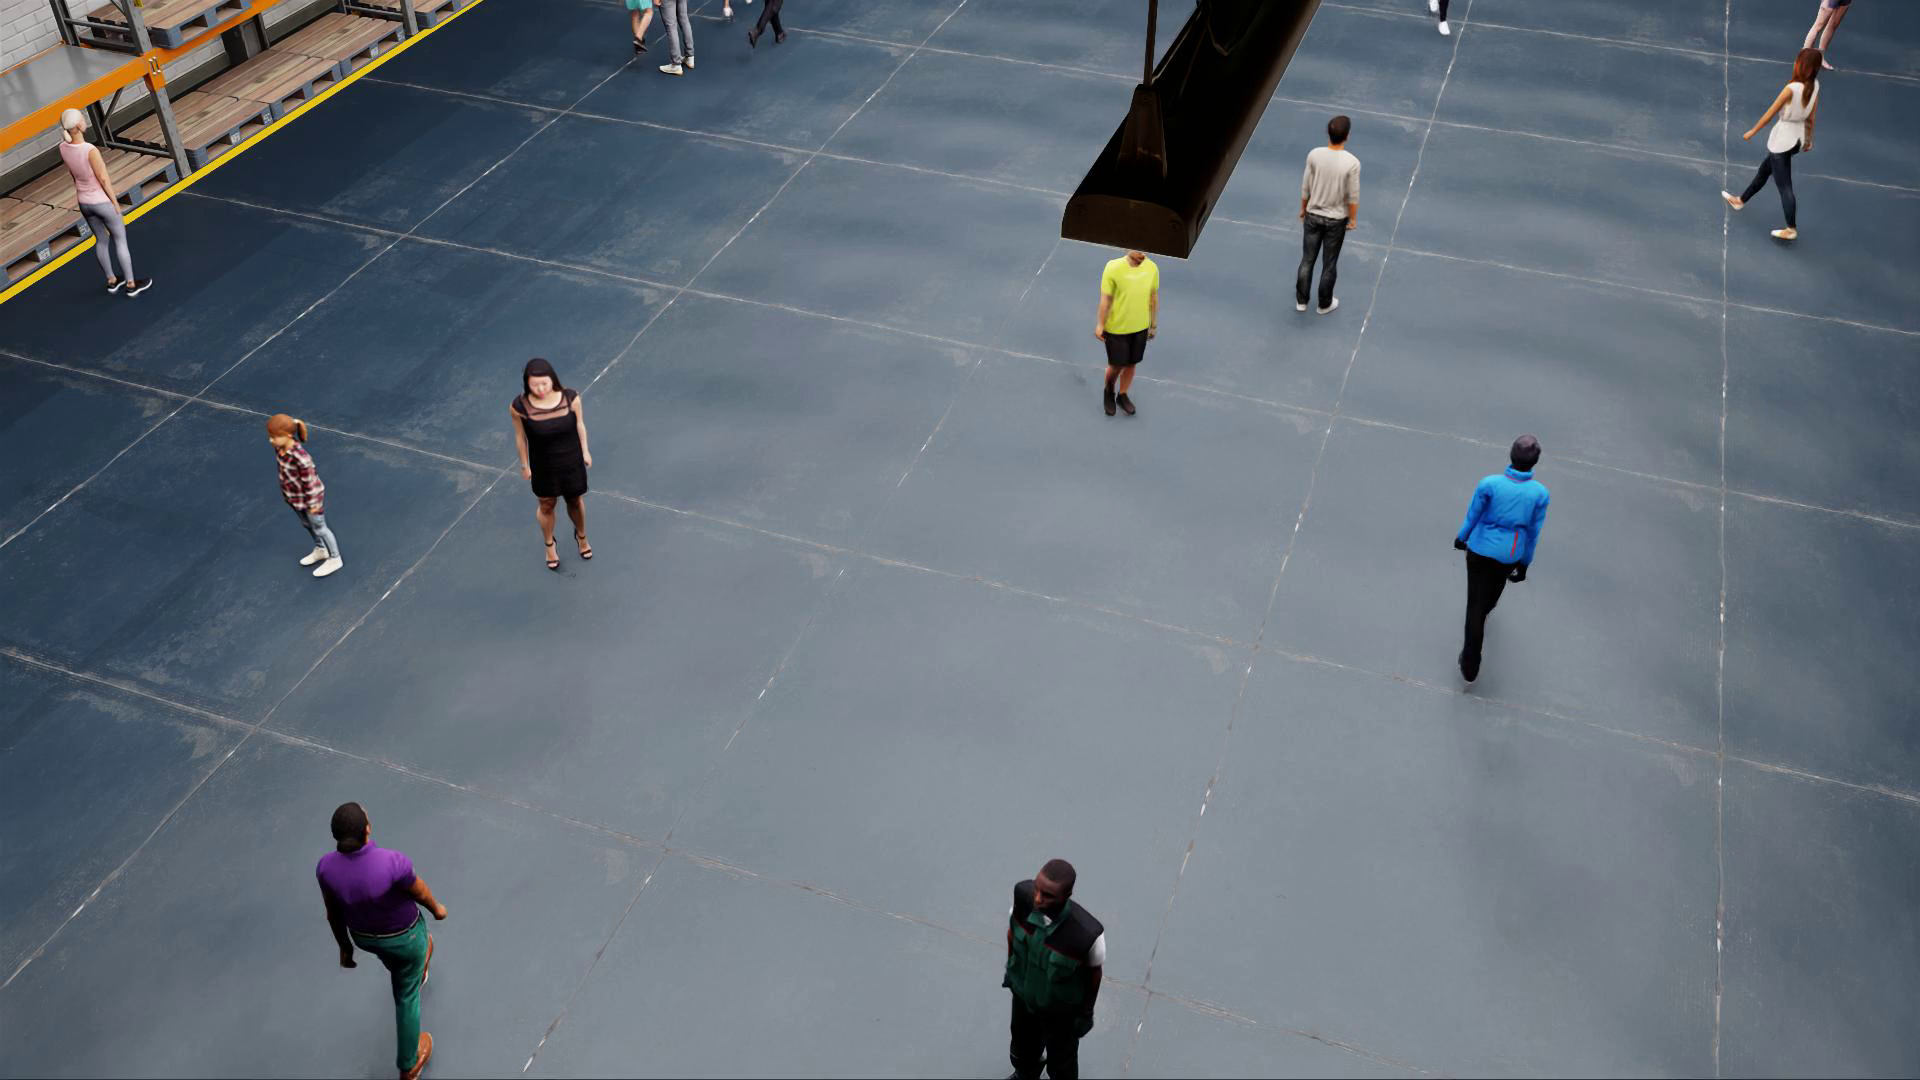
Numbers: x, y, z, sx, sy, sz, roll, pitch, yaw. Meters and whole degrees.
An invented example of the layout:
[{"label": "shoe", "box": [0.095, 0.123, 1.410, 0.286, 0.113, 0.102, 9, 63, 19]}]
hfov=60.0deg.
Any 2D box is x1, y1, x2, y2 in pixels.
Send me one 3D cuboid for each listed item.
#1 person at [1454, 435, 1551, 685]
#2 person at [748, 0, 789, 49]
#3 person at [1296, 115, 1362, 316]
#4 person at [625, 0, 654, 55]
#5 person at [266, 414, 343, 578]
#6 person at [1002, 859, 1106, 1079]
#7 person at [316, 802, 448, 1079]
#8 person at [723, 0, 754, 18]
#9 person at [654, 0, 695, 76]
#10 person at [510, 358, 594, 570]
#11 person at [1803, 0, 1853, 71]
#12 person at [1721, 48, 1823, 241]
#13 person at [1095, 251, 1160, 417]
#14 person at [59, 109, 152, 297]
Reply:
[{"label": "person", "box": [3.454, 0.153, 10.744, 0.773, 1.748, 1.196, 6, 39, 8]}, {"label": "person", "box": [-2.273, -6.476, 19.006, 0.718, 1.797, 1.107, 17, 42, 20]}, {"label": "person", "box": [3.171, -2.808, 14.401, 0.685, 1.812, 0.577, 19, 42, 22]}, {"label": "person", "box": [-3.697, -6.268, 18.943, 0.644, 1.550, 0.784, 4, 39, 4]}, {"label": "person", "box": [-4.610, -0.335, 11.710, 0.583, 1.305, 0.594, 27, 46, 30]}, {"label": "person", "box": [0.437, 2.187, 8.125, 0.758, 1.839, 0.722, 26, 45, 29]}, {"label": "person", "box": [-2.900, 2.068, 8.364, 0.830, 1.726, 1.168, 3, 39, 4]}, {"label": "person", "box": [-2.738, -7.123, 19.835, 0.779, 1.773, 1.193, 6, 39, 7]}, {"label": "person", "box": [-3.210, -6.152, 18.519, 0.768, 1.898, 0.589, 24, 44, 27]}, {"label": "person", "box": [-2.835, -0.545, 11.643, 0.754, 1.717, 0.802, -13, 41, -16]}, {"label": "person", "box": [9.829, -6.132, 18.600, 0.679, 1.766, 0.738, -16, 41, -19]}, {"label": "person", "box": [7.763, -3.620, 15.484, 1.148, 1.728, 1.107, -21, 43, -25]}, {"label": "person", "box": [1.288, -1.764, 13.190, 0.775, 1.693, 0.819, -11, 40, -13]}, {"label": "person", "box": [-7.624, -2.979, 14.686, 0.544, 1.724, 0.527, 10, 40, 12]}]
